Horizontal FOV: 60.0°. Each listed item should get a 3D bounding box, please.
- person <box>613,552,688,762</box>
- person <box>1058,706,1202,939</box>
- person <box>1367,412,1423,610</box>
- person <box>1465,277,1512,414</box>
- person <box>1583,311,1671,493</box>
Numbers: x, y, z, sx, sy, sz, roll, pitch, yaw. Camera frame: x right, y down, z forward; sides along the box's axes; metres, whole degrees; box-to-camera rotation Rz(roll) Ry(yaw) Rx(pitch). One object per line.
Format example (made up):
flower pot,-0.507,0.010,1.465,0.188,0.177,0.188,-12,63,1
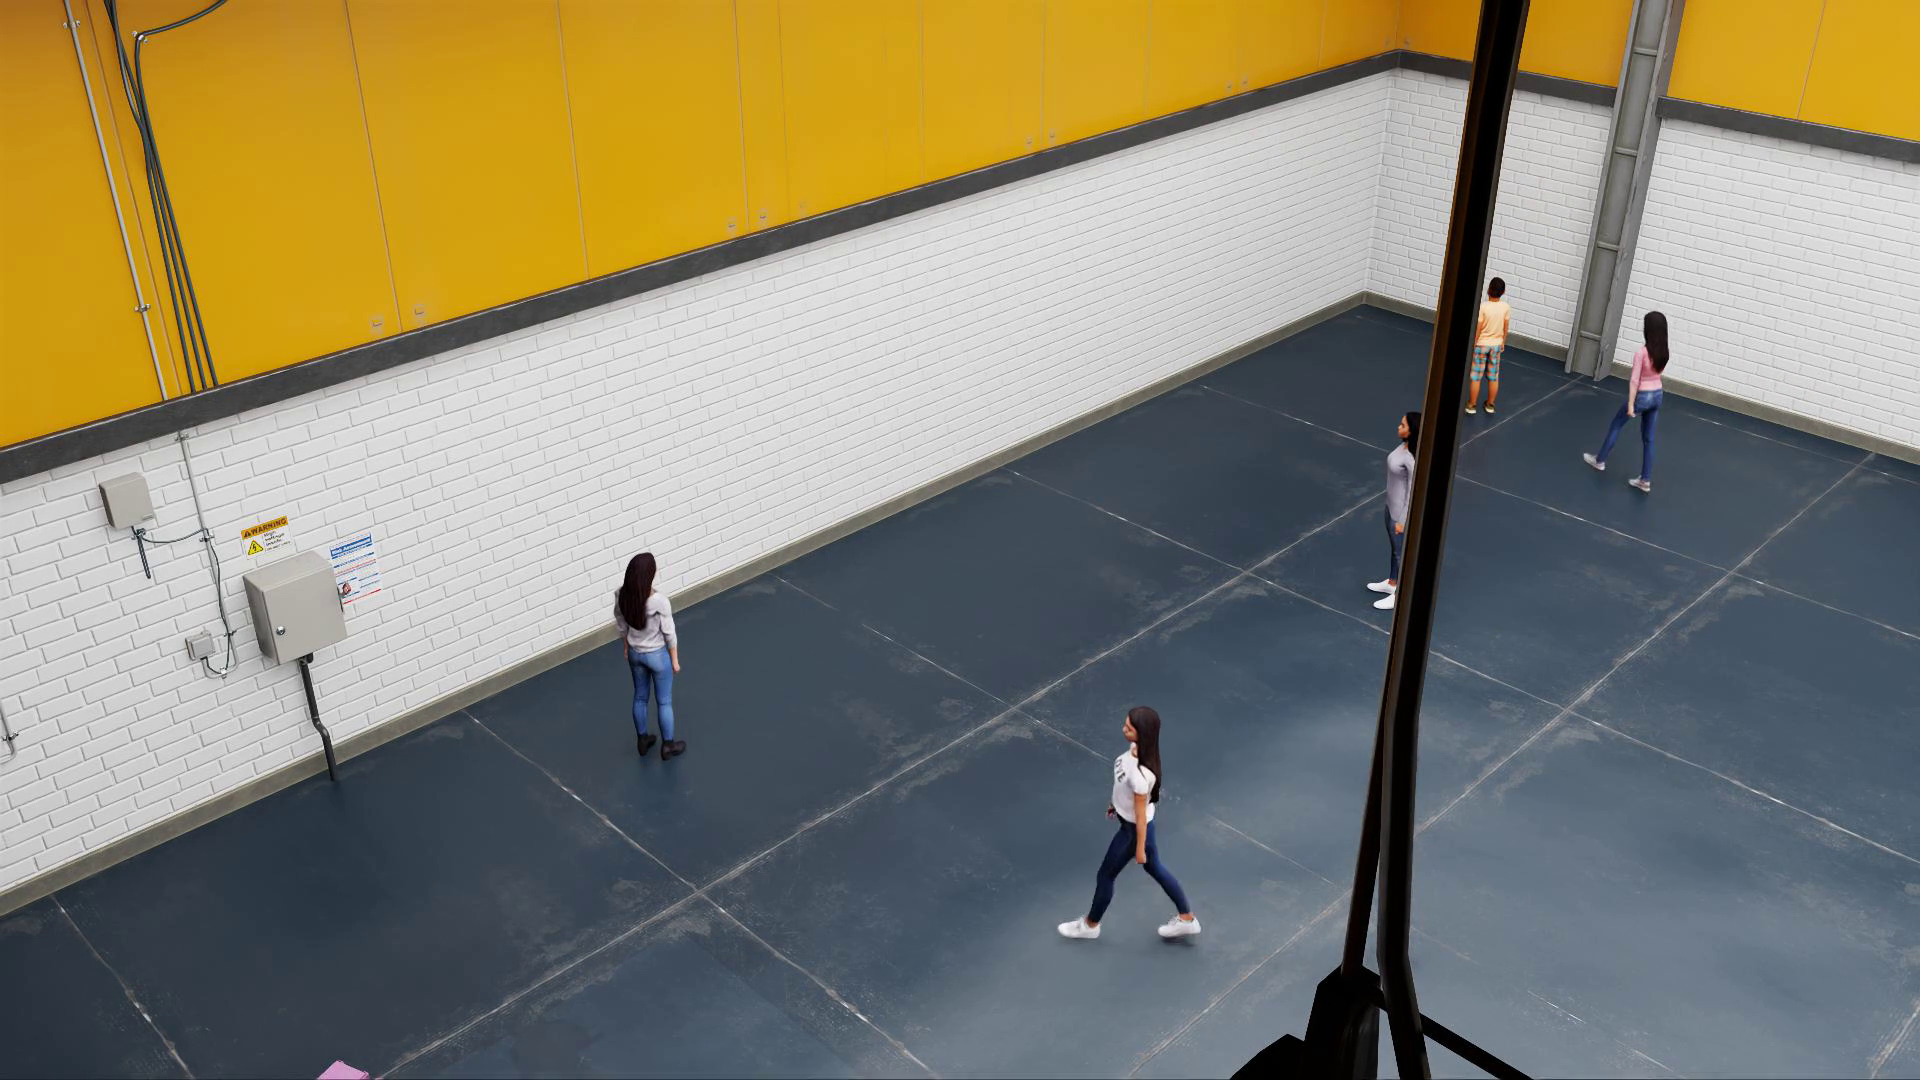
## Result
person,-2.215,0.824,11.838,0.585,1.631,0.734,11,31,20
person,1.153,1.747,10.034,1.186,1.737,1.030,4,29,7
person,3.652,-0.254,13.705,0.727,1.736,0.685,2,29,4
person,5.468,-2.012,17.215,0.604,1.461,0.649,-3,29,-5
person,6.476,-1.276,15.598,0.837,1.717,1.070,-11,30,-19
